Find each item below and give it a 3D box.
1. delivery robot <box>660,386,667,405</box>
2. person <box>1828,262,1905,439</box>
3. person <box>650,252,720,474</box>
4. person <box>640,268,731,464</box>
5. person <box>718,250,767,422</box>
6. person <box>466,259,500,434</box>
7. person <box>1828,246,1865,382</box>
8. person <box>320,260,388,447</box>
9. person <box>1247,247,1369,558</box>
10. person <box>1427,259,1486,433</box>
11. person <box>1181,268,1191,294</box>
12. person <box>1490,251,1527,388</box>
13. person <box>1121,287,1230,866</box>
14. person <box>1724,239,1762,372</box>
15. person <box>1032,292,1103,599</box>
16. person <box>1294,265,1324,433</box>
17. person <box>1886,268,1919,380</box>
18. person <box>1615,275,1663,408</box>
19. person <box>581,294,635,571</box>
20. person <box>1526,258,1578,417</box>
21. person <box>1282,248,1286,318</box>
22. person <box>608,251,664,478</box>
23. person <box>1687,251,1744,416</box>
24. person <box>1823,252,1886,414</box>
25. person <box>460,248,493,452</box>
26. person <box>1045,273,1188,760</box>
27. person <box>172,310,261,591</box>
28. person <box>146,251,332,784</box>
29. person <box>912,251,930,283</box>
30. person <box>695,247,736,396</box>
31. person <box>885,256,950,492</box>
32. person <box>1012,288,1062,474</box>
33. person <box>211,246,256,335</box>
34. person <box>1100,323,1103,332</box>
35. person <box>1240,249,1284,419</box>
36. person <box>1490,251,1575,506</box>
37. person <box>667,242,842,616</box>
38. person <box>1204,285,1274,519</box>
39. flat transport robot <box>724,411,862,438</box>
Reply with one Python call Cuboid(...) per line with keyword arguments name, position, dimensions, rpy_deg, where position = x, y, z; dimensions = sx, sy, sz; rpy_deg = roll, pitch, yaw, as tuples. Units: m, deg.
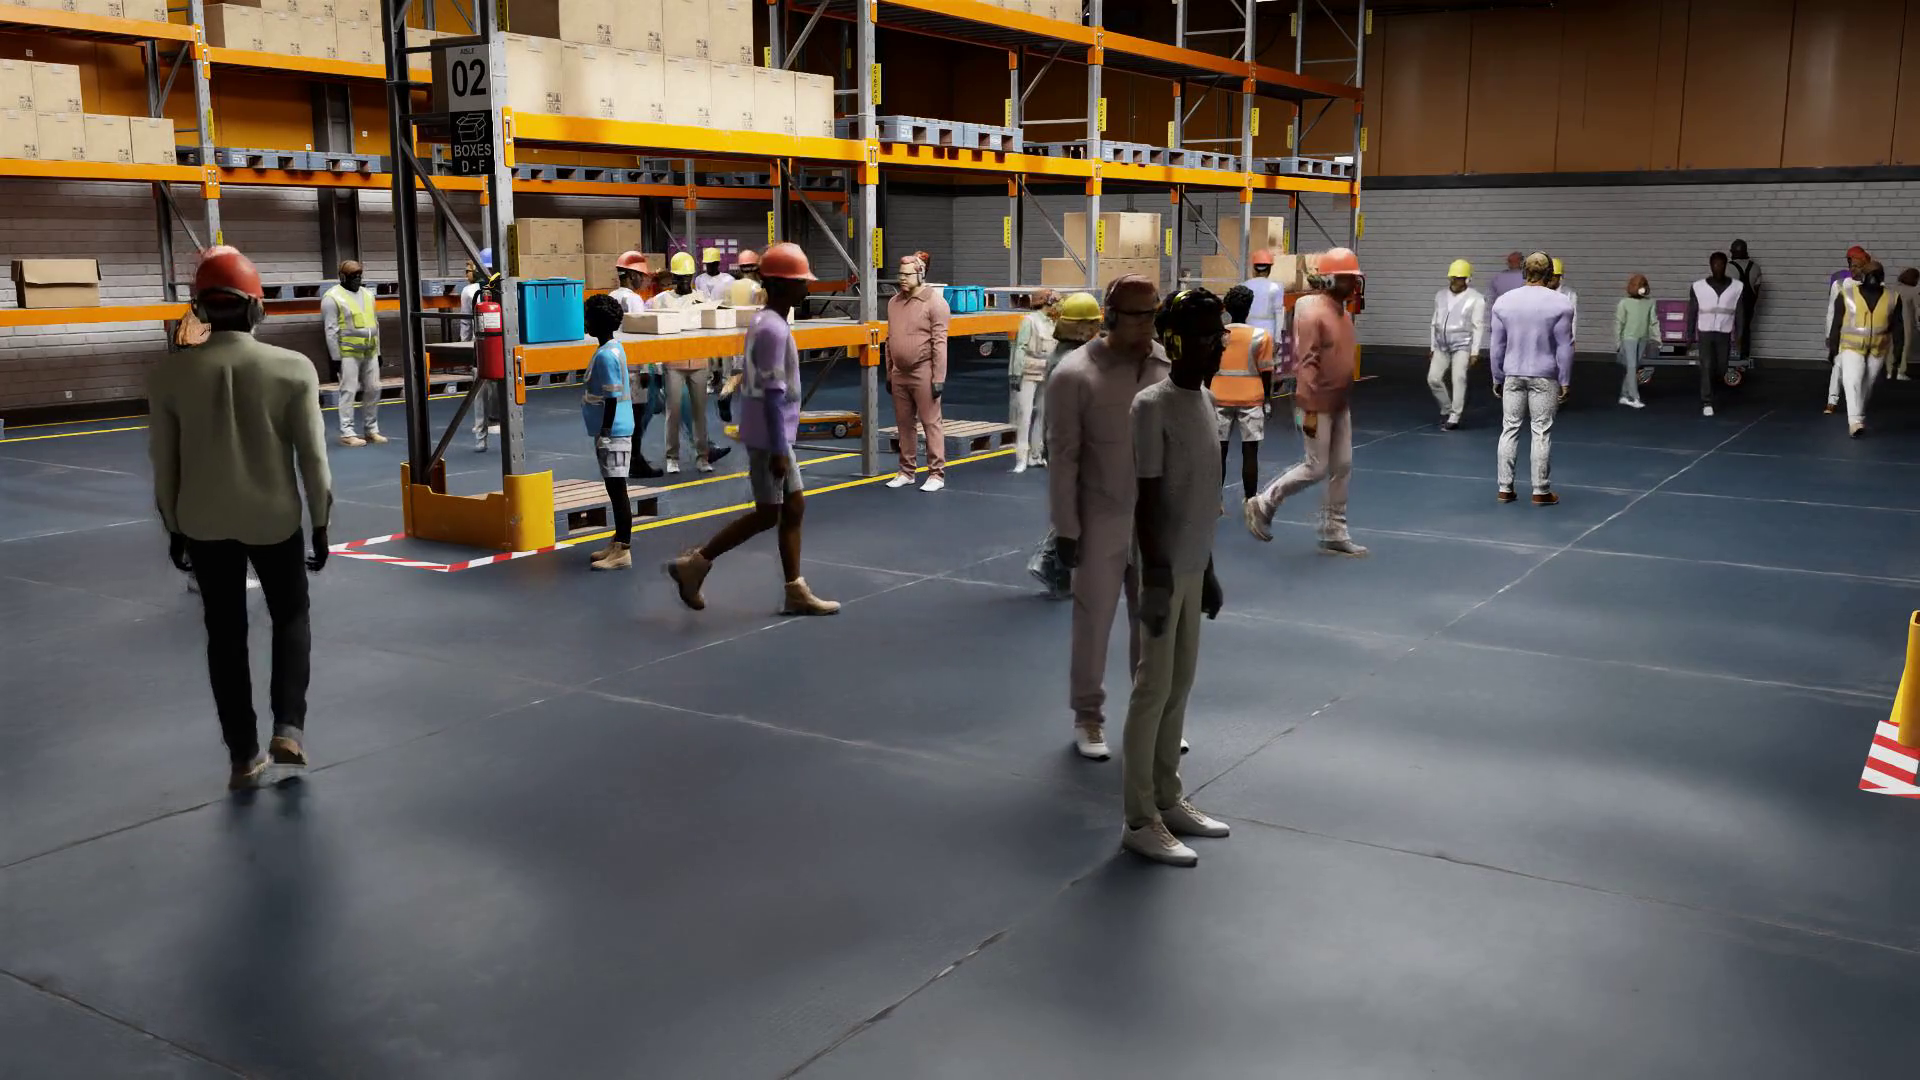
Cuboid(name="delivery robot", position=(-3.558, -1.832, 19.641), dimensions=(0.477, 0.478, 0.707), rpy_deg=(-10, 14, -44))
Cuboid(name="person", position=(9.266, -1.925, 16.970), dimensions=(0.657, 1.792, 0.944), rpy_deg=(3, 11, 14))
Cuboid(name="person", position=(-2.380, -1.530, 14.459), dimensions=(0.589, 1.919, 0.397), rpy_deg=(-4, 11, -22))
Cuboid(name="person", position=(-2.618, -1.551, 14.968), dimensions=(1.025, 1.775, 0.558), rpy_deg=(3, 11, 14))
Cuboid(name="person", position=(-2.351, -2.198, 18.153), dimensions=(0.561, 1.920, 0.708), rpy_deg=(6, 12, 28))
Cuboid(name="person", position=(-4.984, -2.033, 17.438), dimensions=(0.326, 1.843, 0.517), rpy_deg=(0, 10, -2))
Cuboid(name="person", position=(12.665, -3.206, 23.681), dimensions=(0.552, 1.935, 0.369), rpy_deg=(9, 14, 41))
Cuboid(name="person", position=(-5.963, -1.832, 16.390), dimensions=(0.429, 1.832, 0.636), rpy_deg=(5, 11, 26))
Cuboid(name="person", position=(2.273, -0.877, 10.659), dimensions=(0.717, 1.978, 0.622), rpy_deg=(8, 13, 39))
Cuboid(name="person", position=(5.216, -2.037, 17.514), dimensions=(0.414, 1.819, 0.624), rpy_deg=(-9, 14, -42))
Cuboid(name="person", position=(3.224, -3.223, 24.655), dimensions=(0.560, 1.621, 0.525), rpy_deg=(1, 10, 4))
Cuboid(name="person", position=(7.544, -3.007, 22.750), dimensions=(0.819, 1.877, 0.645), rpy_deg=(-8, 13, -36))
Cuboid(name="person", position=(0.730, 0.110, 5.492), dimensions=(0.332, 1.874, 0.520), rpy_deg=(6, 12, 32))
Cuboid(name="person", position=(11.923, -3.612, 25.646), dimensions=(0.674, 2.000, 0.535), rpy_deg=(-1, 10, -5))
Cuboid(name="person", position=(0.662, -0.520, 9.350), dimensions=(0.354, 1.728, 0.511), rpy_deg=(-4, 11, -21))
Cuboid(name="person", position=(3.729, -1.985, 17.390), dimensions=(0.525, 1.769, 0.308), rpy_deg=(10, 14, 43))
Cuboid(name="person", position=(13.654, -3.117, 24.099), dimensions=(0.366, 1.610, 0.538), rpy_deg=(-6, 12, -29))
Cuboid(name="person", position=(8.255, -2.416, 20.252), dimensions=(0.506, 1.596, 0.740), rpy_deg=(-2, 11, -13))
Cuboid(name="person", position=(-2.165, -0.662, 10.252), dimensions=(0.318, 1.697, 0.534), rpy_deg=(-2, 10, -11))
Cuboid(name="person", position=(6.693, -2.290, 18.947), dimensions=(0.619, 1.807, 0.576), rpy_deg=(6, 12, 30))
Cuboid(name="person", position=(5.150, -3.825, 27.025), dimensions=(0.795, 1.970, 0.636), rpy_deg=(-9, 14, -42))
Cuboid(name="person", position=(-2.799, -1.493, 14.215), dimensions=(0.370, 1.928, 0.543), rpy_deg=(-9, 13, -40))
Cuboid(name="person", position=(8.794, -2.411, 19.401), dimensions=(0.598, 1.892, 0.769), rpy_deg=(3, 11, 14))
Cuboid(name="person", position=(10.344, -2.380, 19.250), dimensions=(0.584, 1.883, 0.337), rpy_deg=(6, 12, 31))
Cuboid(name="person", position=(-4.450, -1.807, 15.901), dimensions=(0.615, 1.945, 0.404), rpy_deg=(-3, 11, -17))
Cuboid(name="person", position=(0.649, -0.084, 6.513), dimensions=(0.649, 1.896, 0.400), rpy_deg=(-4, 11, -23))
Cuboid(name="person", position=(-4.337, -0.510, 9.582), dimensions=(0.499, 1.634, 0.279), rpy_deg=(3, 11, 15))
Cuboid(name="person", position=(-2.665, -0.077, 6.207), dimensions=(0.618, 1.980, 0.428), rpy_deg=(-3, 11, -17))
Cuboid(name="person", position=(-0.504, -2.603, 20.482), dimensions=(0.356, 1.887, 0.573), rpy_deg=(4, 11, 23))
Cuboid(name="person", position=(-3.194, -2.835, 21.661), dimensions=(0.594, 1.922, 0.386), rpy_deg=(3, 11, 17))
Cuboid(name="person", position=(-0.376, -1.342, 13.479), dimensions=(0.639, 1.899, 0.395), rpy_deg=(9, 13, 40))
Cuboid(name="person", position=(0.645, -1.391, 14.547), dimensions=(0.327, 1.609, 0.616), rpy_deg=(8, 13, 38))
Cuboid(name="person", position=(-5.099, -1.056, 11.673), dimensions=(0.409, 1.988, 0.715), rpy_deg=(-1, 10, -3))
Cuboid(name="person", position=(1.642, -2.764, 21.309), dimensions=(0.609, 1.924, 0.993), rpy_deg=(7, 12, 33))
Cuboid(name="person", position=(3.363, -2.286, 18.623), dimensions=(0.541, 1.922, 0.412), rpy_deg=(5, 11, 25))
Cuboid(name="person", position=(4.364, -1.225, 12.701), dimensions=(0.636, 1.939, 0.364), rpy_deg=(8, 13, 38))
Cuboid(name="person", position=(-1.100, -0.561, 8.820), dimensions=(0.848, 2.016, 0.621), rpy_deg=(-1, 10, -5))
Cuboid(name="person", position=(2.018, -0.998, 12.106), dimensions=(0.535, 1.700, 0.318), rpy_deg=(4, 11, 23))
Cuboid(name="flat transport robot", position=(-1.648, -1.191, 17.136), dimensions=(1.431, 0.197, 0.652), rpy_deg=(-5, 11, -25))
